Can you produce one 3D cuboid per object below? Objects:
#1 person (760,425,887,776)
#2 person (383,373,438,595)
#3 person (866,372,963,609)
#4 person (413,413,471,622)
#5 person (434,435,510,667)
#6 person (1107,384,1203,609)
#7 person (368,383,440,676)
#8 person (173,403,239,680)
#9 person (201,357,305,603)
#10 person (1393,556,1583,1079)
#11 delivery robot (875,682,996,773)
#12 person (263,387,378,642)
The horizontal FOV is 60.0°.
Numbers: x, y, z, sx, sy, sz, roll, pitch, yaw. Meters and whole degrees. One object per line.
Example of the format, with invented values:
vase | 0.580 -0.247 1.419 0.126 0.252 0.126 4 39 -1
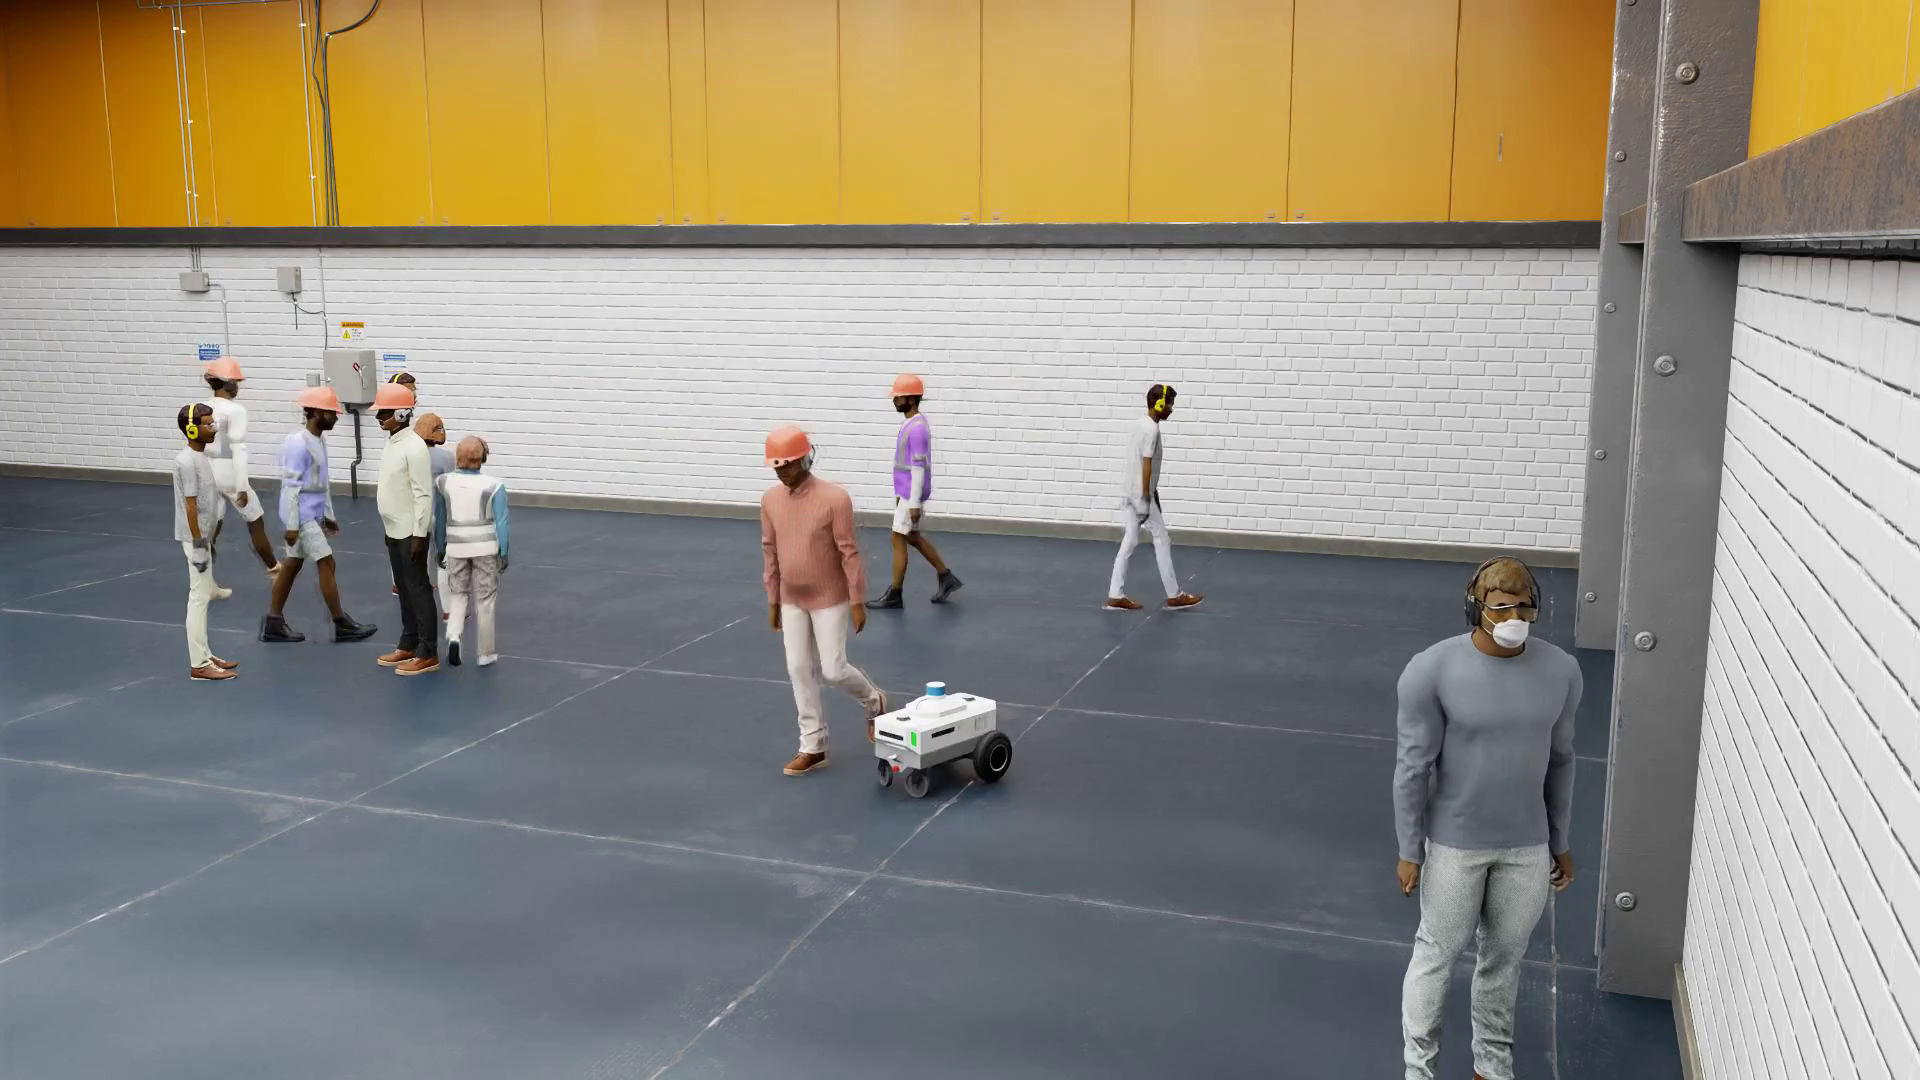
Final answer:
person | -0.780 0.315 9.287 0.657 1.955 0.714 6 12 31
person | -4.621 -0.466 13.926 0.316 1.870 0.531 1 10 4
person | -0.367 -0.387 13.391 0.685 1.942 0.562 0 10 -3
person | -4.092 -0.172 12.935 0.498 1.634 0.280 3 11 19
person | -3.358 0.097 11.427 0.532 1.624 0.455 0 10 3
person | 1.565 -0.338 13.345 0.791 1.829 0.569 -2 10 -11
person | -3.806 -0.079 11.393 0.381 1.994 0.622 -8 13 -37
person | -5.124 0.006 11.264 0.335 1.873 0.519 -3 11 -18
person | -6.015 -0.517 13.852 0.642 1.991 1.020 5 11 27
person | 1.728 0.998 5.484 0.634 1.937 0.355 -2 10 -10
delivery robot | -0.131 1.015 9.023 0.477 0.478 0.707 9 13 41
person | -4.740 -0.175 12.216 0.916 1.884 0.551 -2 10 -11
